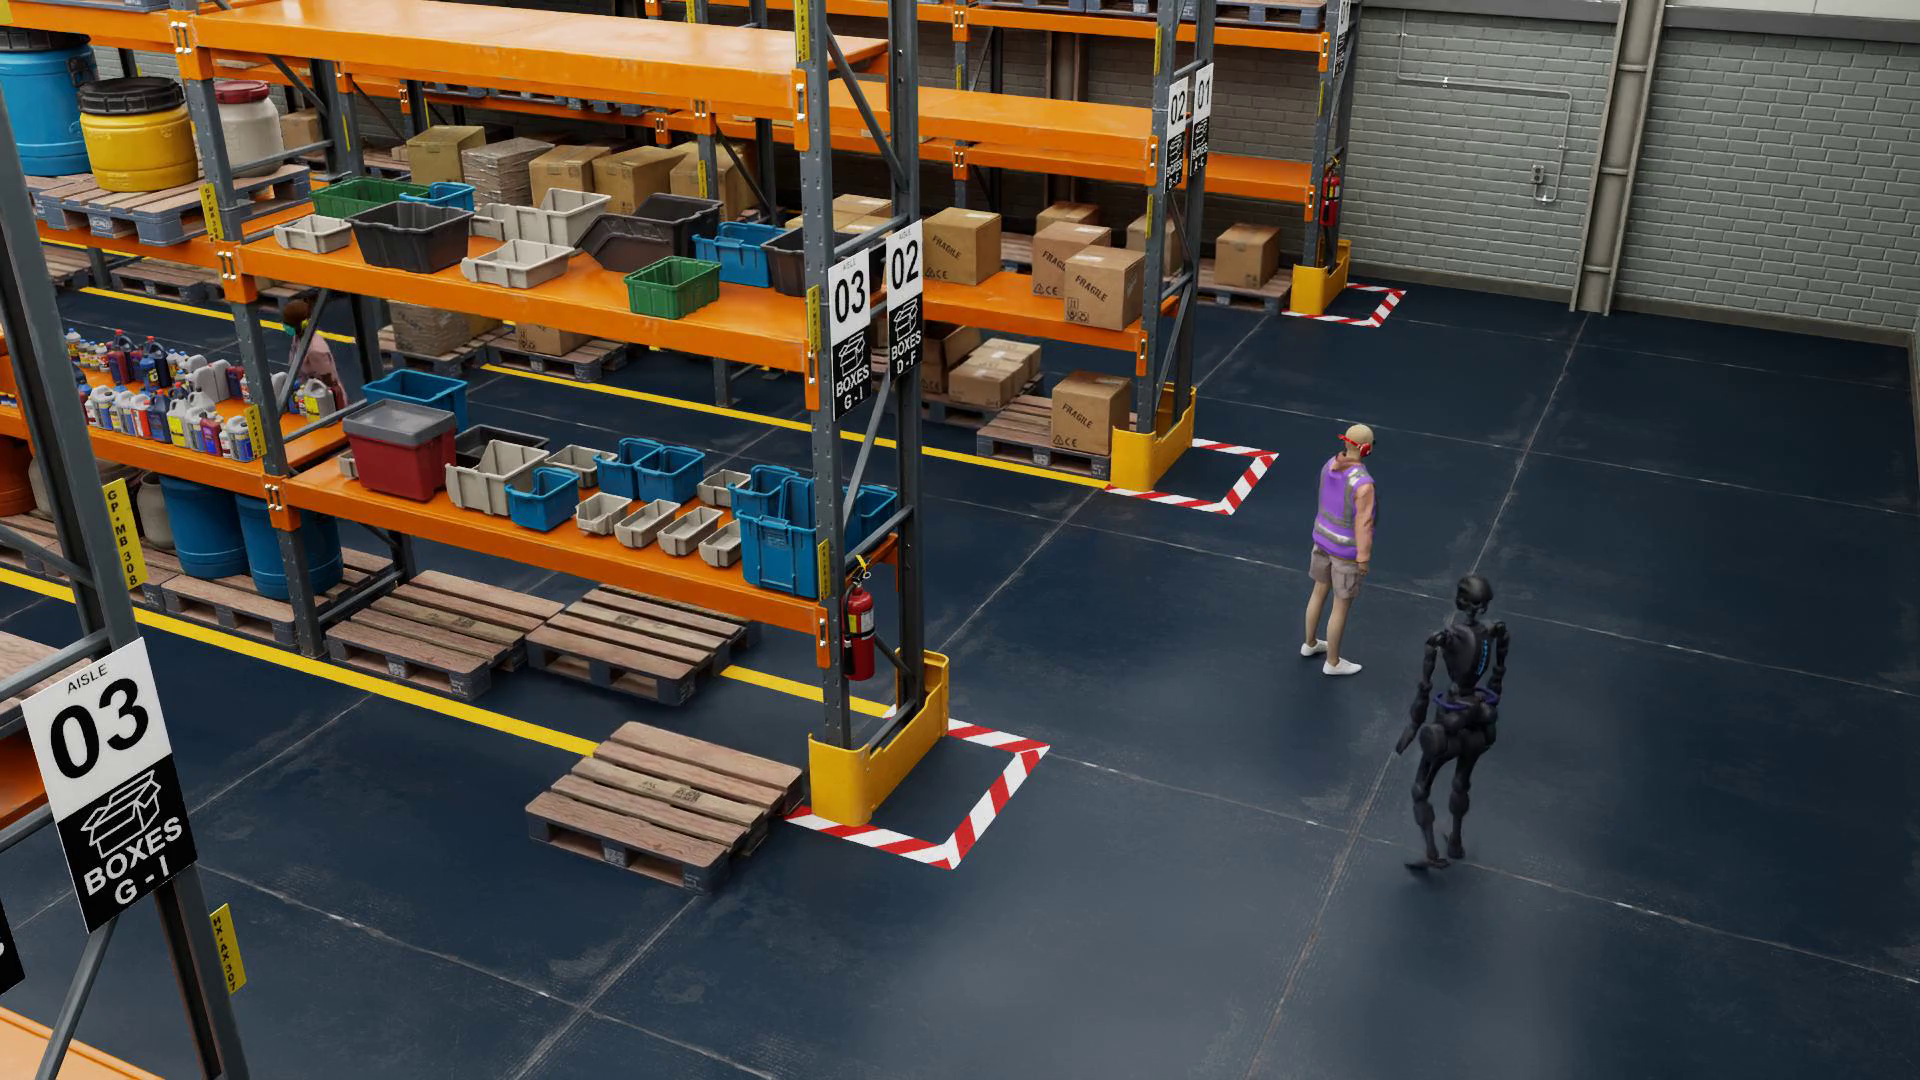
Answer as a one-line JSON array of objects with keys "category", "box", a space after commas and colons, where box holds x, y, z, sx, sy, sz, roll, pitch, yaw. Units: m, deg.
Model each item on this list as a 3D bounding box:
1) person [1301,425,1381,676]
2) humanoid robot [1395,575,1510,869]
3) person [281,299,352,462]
[{"category": "person", "box": [2.429, 0.059, 10.587, 0.350, 1.688, 0.489, -11, 28, -21]}, {"category": "humanoid robot", "box": [2.625, 0.975, 8.743, 0.607, 1.643, 0.421, -10, 28, -20]}, {"category": "person", "box": [-4.816, -1.062, 12.788, 0.893, 1.753, 0.564, -16, 30, -29]}]
